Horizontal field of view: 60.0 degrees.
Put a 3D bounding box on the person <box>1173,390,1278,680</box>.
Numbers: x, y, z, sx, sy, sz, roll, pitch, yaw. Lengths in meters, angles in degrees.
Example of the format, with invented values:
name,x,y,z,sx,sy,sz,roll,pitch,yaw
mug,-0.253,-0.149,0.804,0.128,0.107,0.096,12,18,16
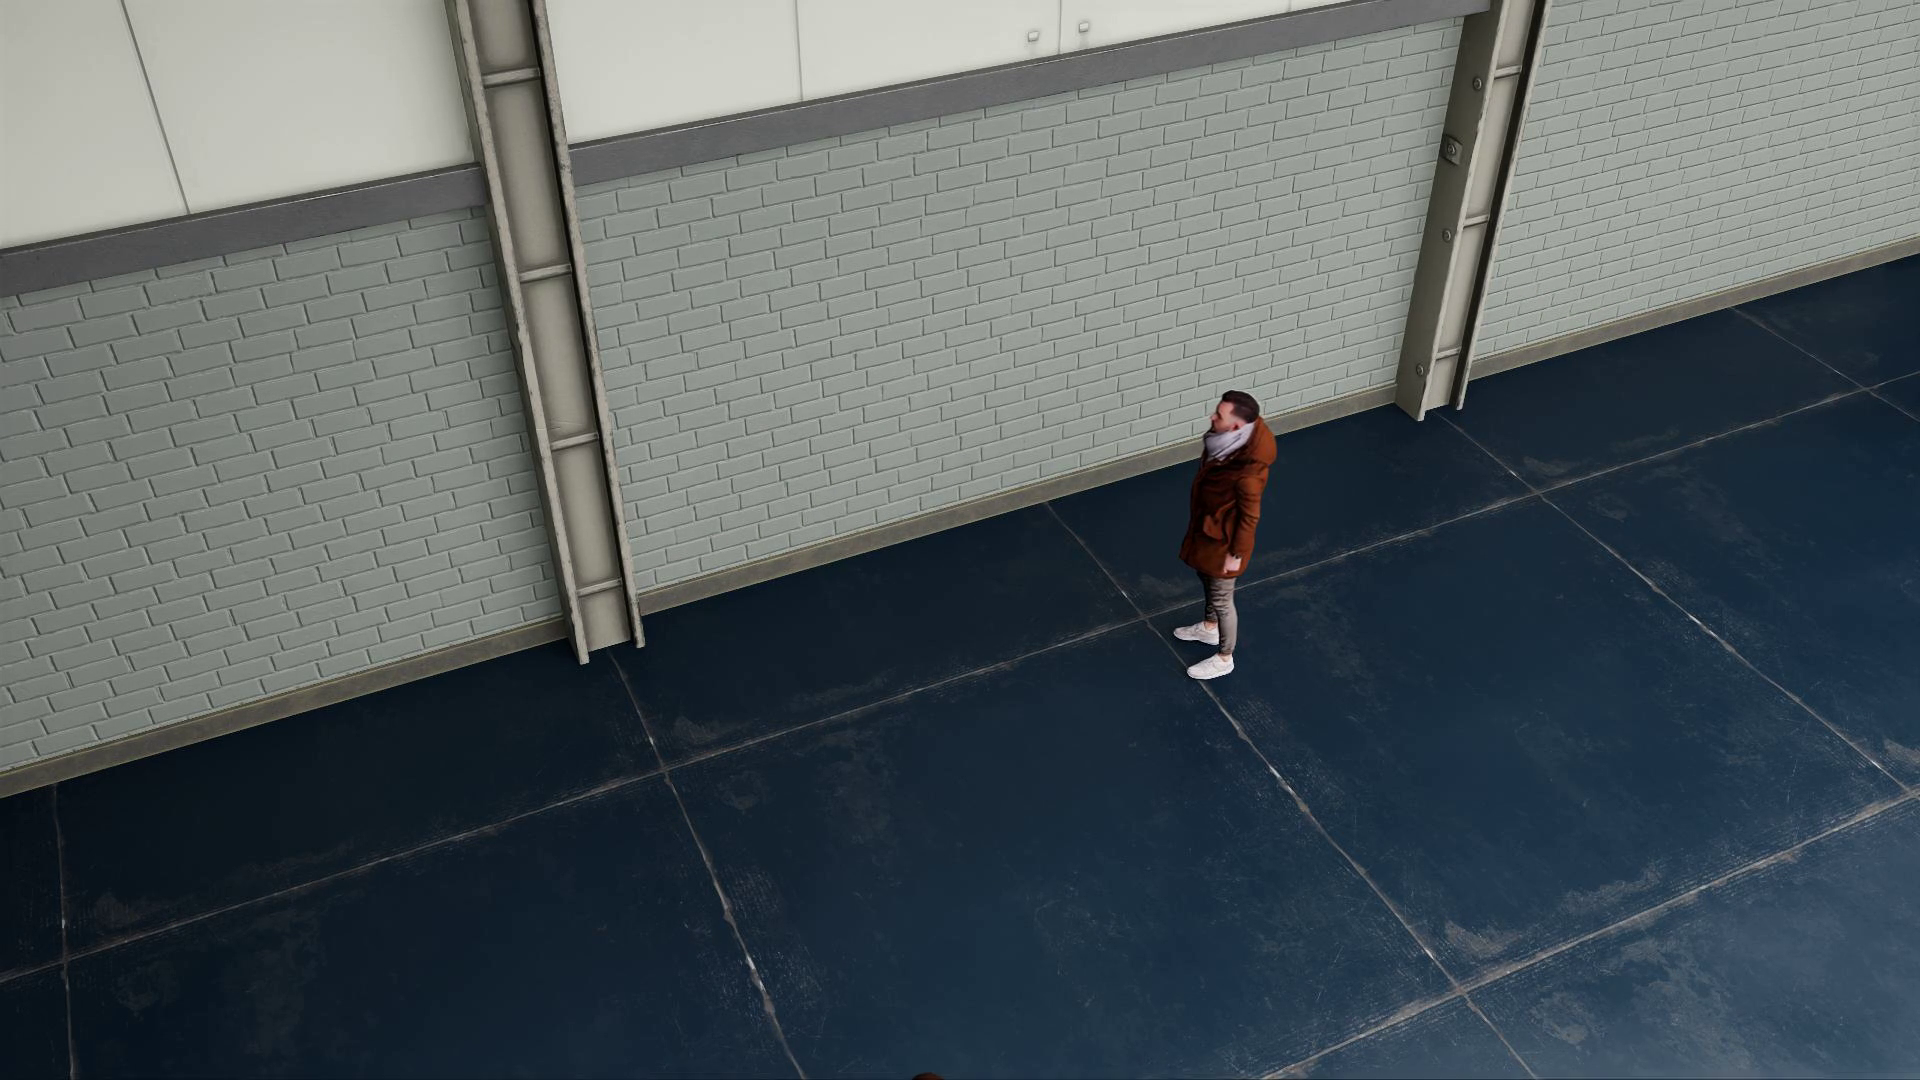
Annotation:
name,x,y,z,sx,sy,sz,roll,pitch,yaw
person,1.457,-0.036,9.179,0.811,1.837,0.802,-4,38,-5
